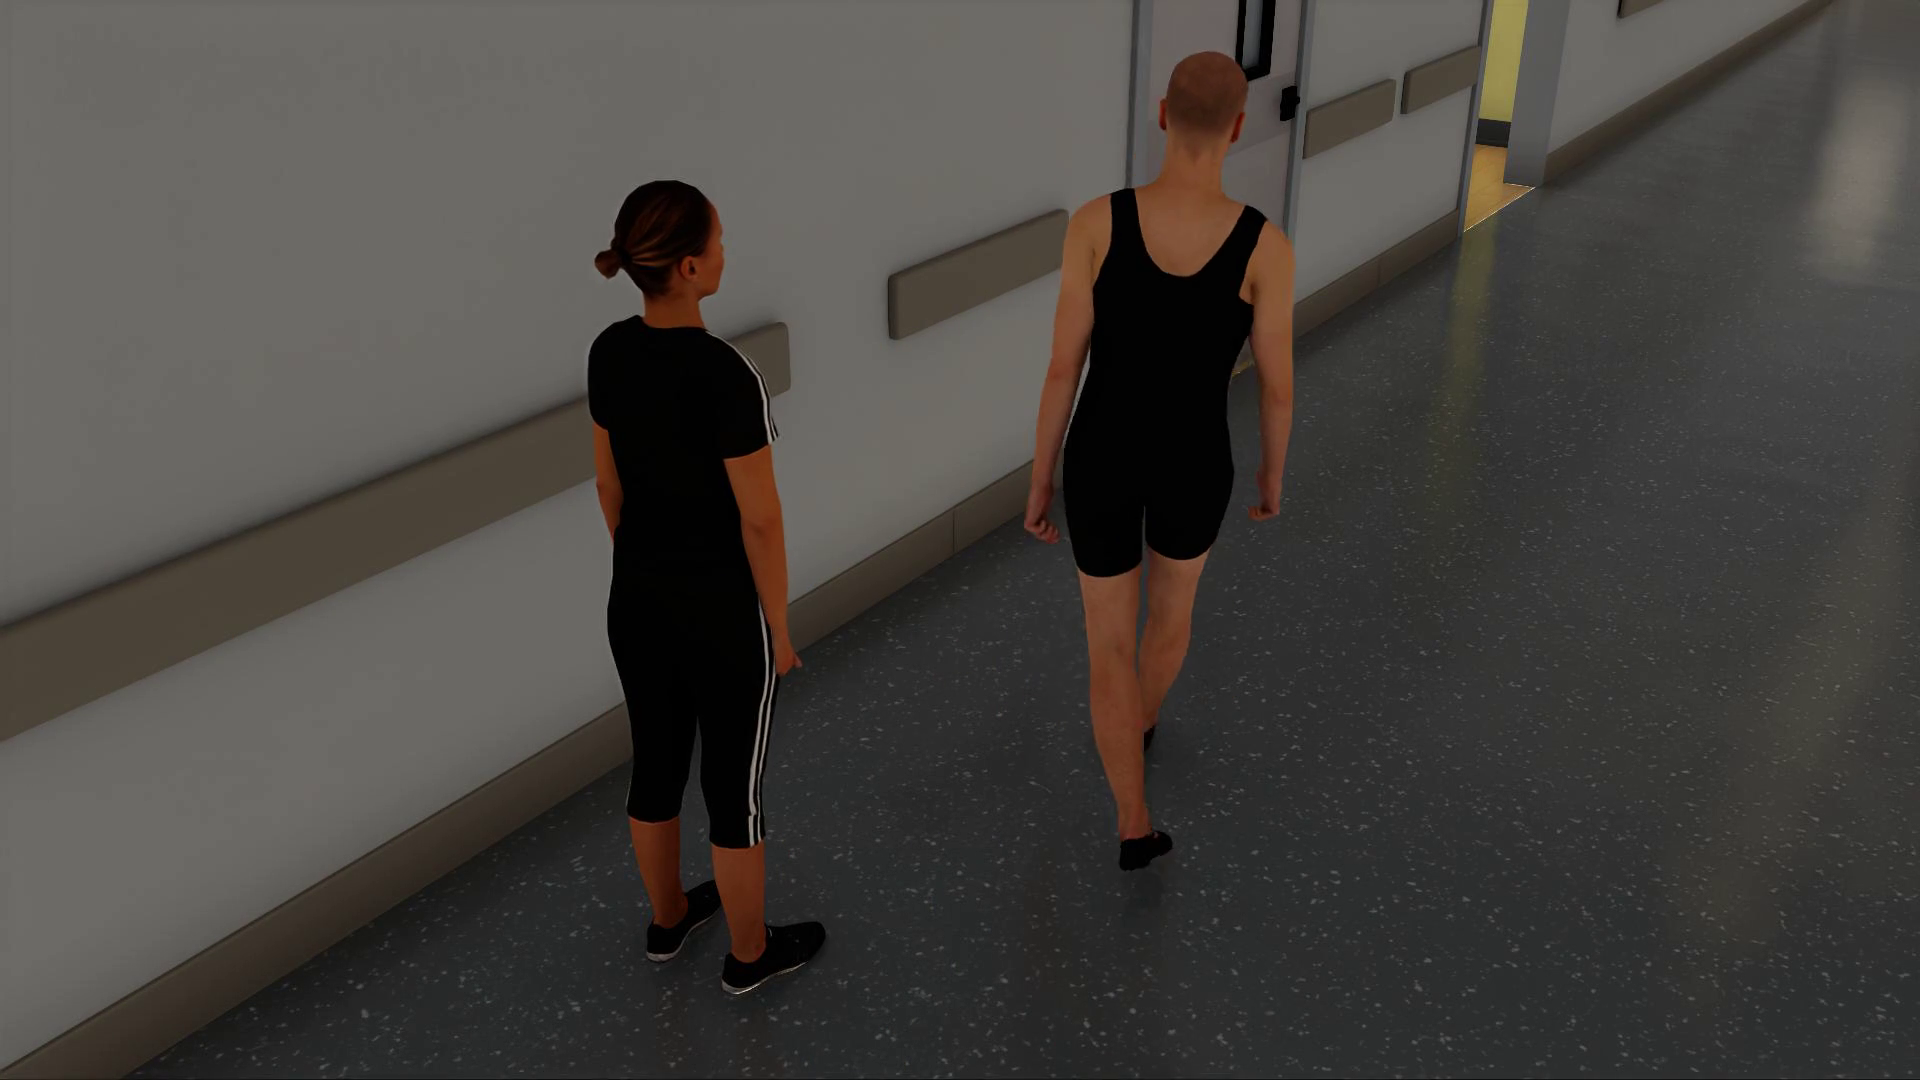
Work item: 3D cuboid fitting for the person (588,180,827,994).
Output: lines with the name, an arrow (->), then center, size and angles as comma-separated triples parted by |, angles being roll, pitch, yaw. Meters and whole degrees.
person -> -0.525, 0.125, 3.254 | 0.427, 1.669, 0.633 | 16, 30, 30

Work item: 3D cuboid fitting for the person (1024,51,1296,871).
person -> 0.404, -0.131, 3.674 | 1.169, 1.766, 1.107 | 2, 26, 5
